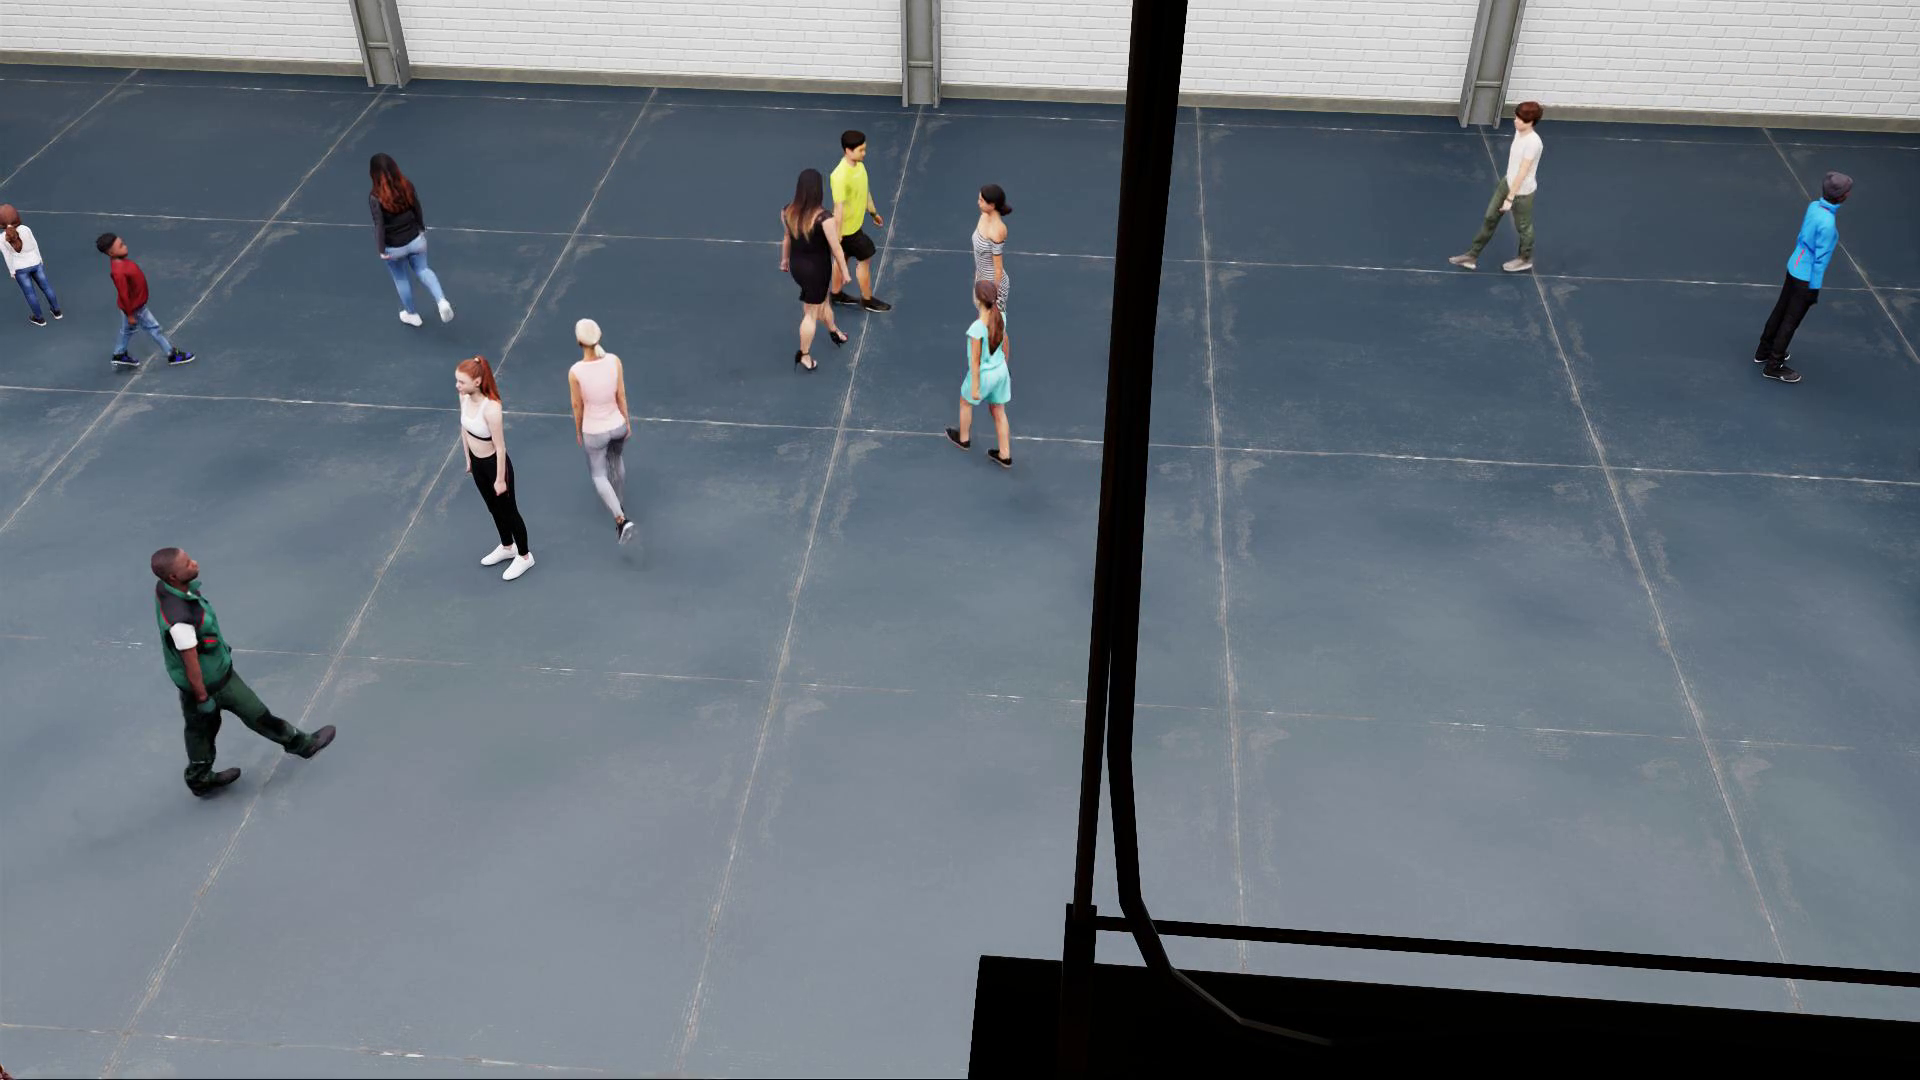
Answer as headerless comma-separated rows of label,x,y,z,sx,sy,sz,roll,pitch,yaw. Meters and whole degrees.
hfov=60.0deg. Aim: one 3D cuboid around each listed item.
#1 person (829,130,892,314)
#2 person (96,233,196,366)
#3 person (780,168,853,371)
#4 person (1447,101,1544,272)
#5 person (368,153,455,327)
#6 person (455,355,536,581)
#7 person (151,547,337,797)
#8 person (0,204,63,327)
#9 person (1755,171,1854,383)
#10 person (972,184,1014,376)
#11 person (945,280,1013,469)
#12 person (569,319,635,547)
person,-1.032,-2.746,14.310,0.806,1.681,0.625,5,39,6
person,-6.862,-1.938,13.657,0.938,1.233,0.754,-14,41,-17
person,-1.268,-2.143,13.565,1.006,1.669,1.052,28,46,30
person,5.041,-3.107,14.813,1.099,1.618,0.783,-8,39,-9
person,-4.650,-2.491,14.040,0.997,1.619,0.900,27,46,30
person,-3.221,-0.508,11.460,0.646,1.742,0.729,30,47,32
person,-4.516,0.816,9.758,1.258,1.796,1.114,-21,43,-24
person,-8.042,-2.382,14.313,0.583,1.109,0.532,27,46,29
person,6.827,-2.151,13.475,0.524,1.794,0.594,3,39,4
person,0.270,-2.017,13.284,0.639,1.822,0.665,-10,40,-12
person,0.262,-1.210,12.506,0.872,1.534,0.945,-28,47,-31
person,-2.497,-0.748,11.787,1.005,1.708,0.968,-19,42,-22
